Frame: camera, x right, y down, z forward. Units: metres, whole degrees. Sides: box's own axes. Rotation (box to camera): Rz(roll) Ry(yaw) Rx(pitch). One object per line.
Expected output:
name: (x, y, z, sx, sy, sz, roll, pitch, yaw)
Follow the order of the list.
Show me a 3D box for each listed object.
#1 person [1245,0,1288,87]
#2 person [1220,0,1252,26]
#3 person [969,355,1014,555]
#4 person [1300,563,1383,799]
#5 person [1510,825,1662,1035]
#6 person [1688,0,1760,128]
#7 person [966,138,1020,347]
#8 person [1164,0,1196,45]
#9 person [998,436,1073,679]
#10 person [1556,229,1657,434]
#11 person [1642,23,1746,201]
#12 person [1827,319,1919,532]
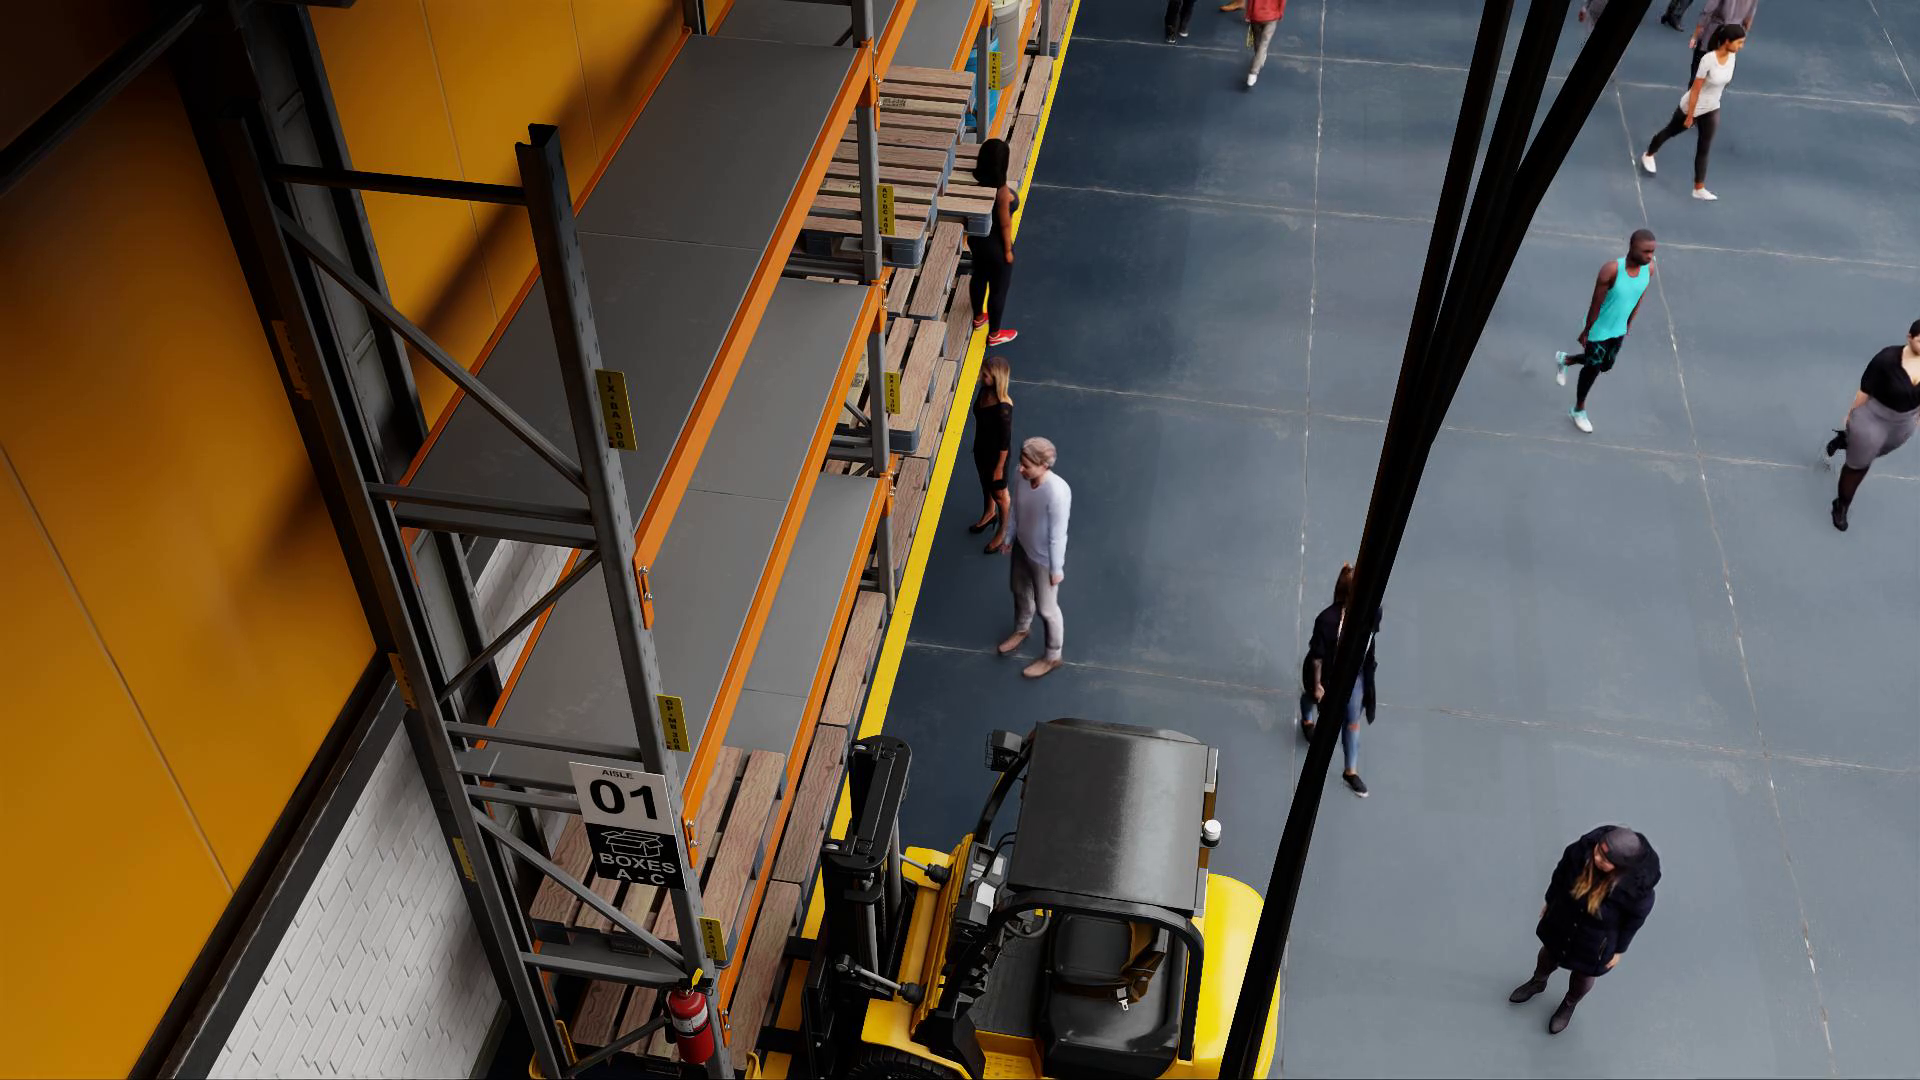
person: (3.045, -5.237, 16.710, 0.661, 1.377, 0.979, 15, 46, 16)
person: (3.094, -6.397, 17.683, 0.833, 1.714, 0.844, 30, 51, 28)
person: (0.232, -0.609, 11.635, 0.670, 1.677, 0.565, -16, 46, -16)
person: (2.281, 0.723, 10.254, 0.885, 1.654, 1.090, -10, 44, -10)
person: (3.338, 2.044, 8.853, 0.840, 1.672, 0.793, -31, 52, -29)
person: (7.303, -4.772, 15.889, 0.812, 1.837, 0.818, -8, 44, -8)
person: (0.244, -2.410, 13.425, 0.829, 1.815, 0.767, -25, 49, -24)
person: (2.397, -6.004, 17.473, 0.618, 1.436, 0.694, 5, 44, 5)
person: (0.523, 0.045, 10.799, 0.848, 1.884, 0.782, -27, 50, -25)
person: (4.848, -1.679, 12.684, 0.871, 1.779, 1.026, -12, 45, -12)
person: (6.697, -3.973, 15.234, 0.990, 1.584, 1.216, -14, 45, -14)
person: (6.566, -0.913, 11.912, 0.750, 1.735, 1.081, 1, 44, 1)
